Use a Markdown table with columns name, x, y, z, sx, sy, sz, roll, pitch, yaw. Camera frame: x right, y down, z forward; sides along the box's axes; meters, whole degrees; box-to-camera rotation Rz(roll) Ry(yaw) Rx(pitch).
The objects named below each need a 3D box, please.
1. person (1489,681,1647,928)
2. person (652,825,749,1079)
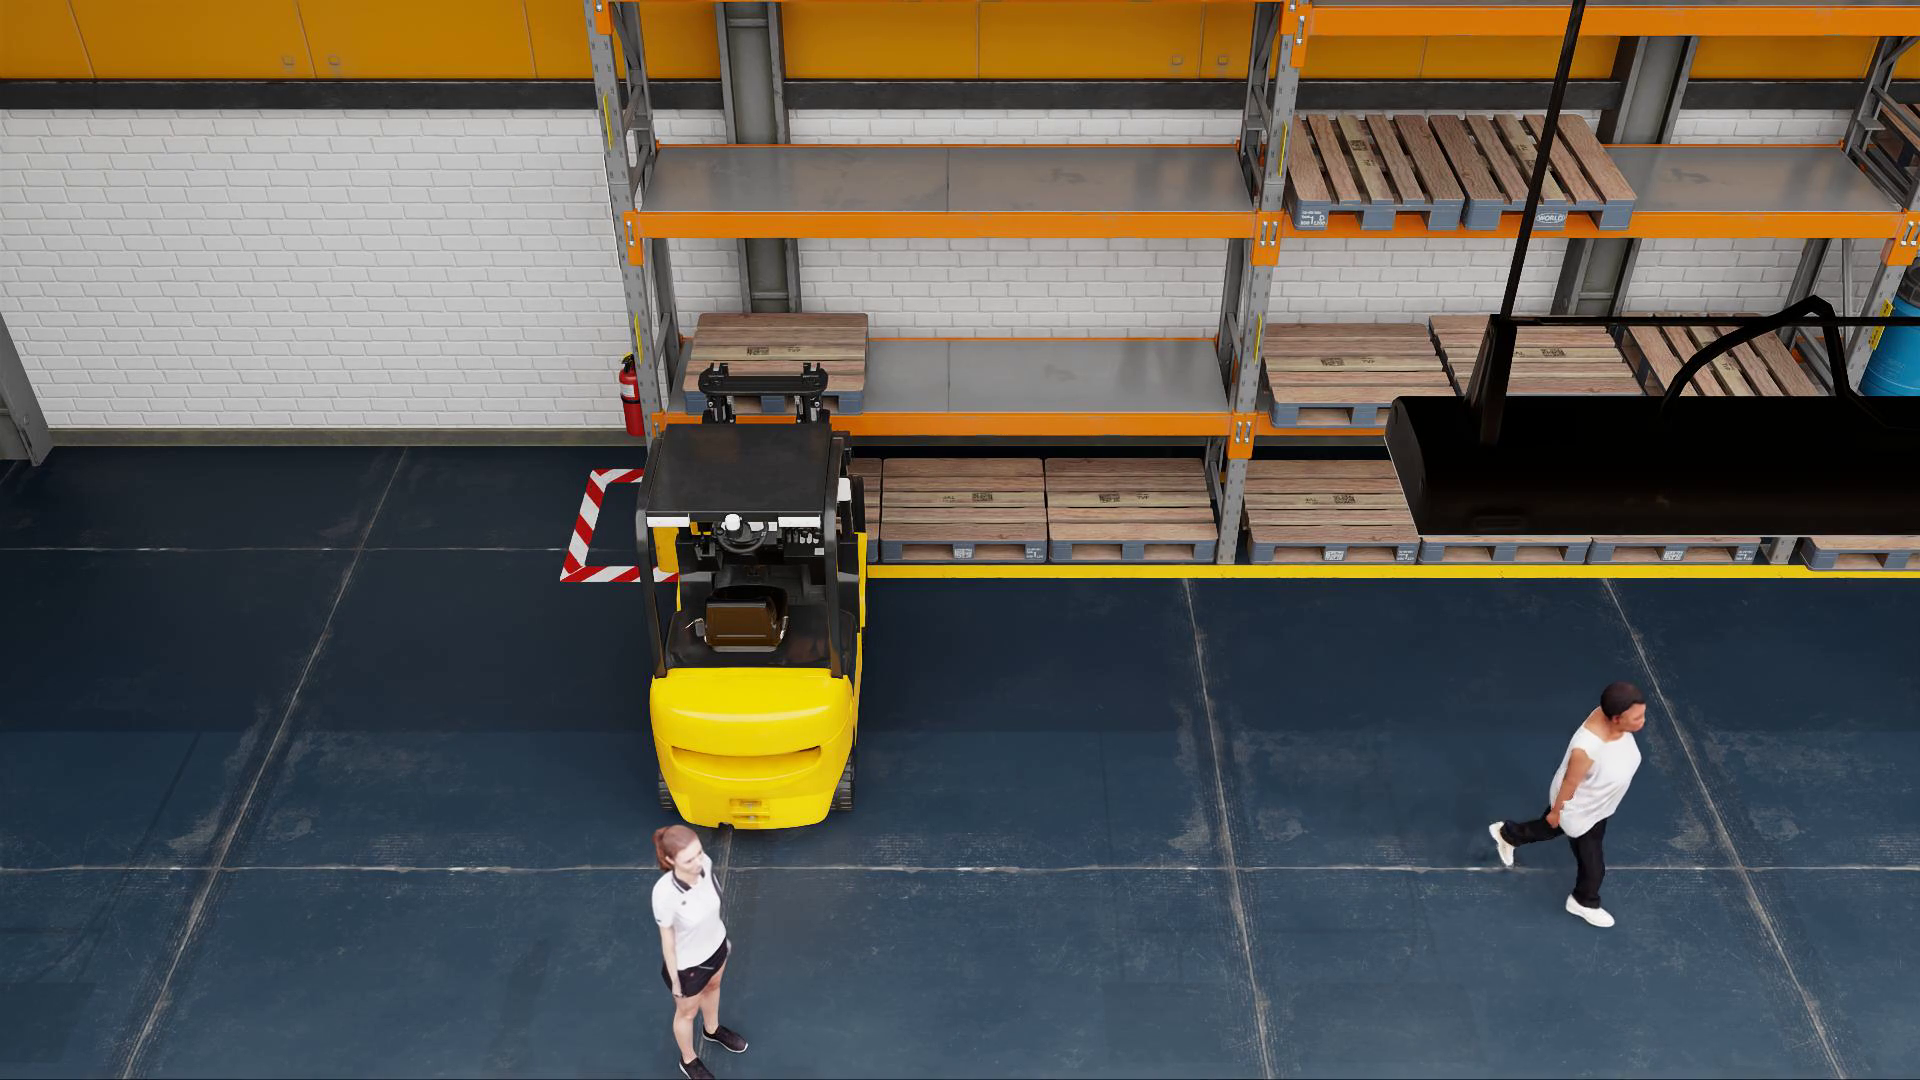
| name | x | y | z | sx | sy | sz | roll | pitch | yaw |
| --- | --- | --- | --- | --- | --- | --- | --- | --- | --- |
| person | 3.386 | 1.391 | 9.168 | 1.155 | 1.656 | 1.027 | 24 | 45 | 27 |
| person | -1.321 | 2.045 | 8.272 | 0.700 | 1.752 | 0.664 | 21 | 43 | 24 |
